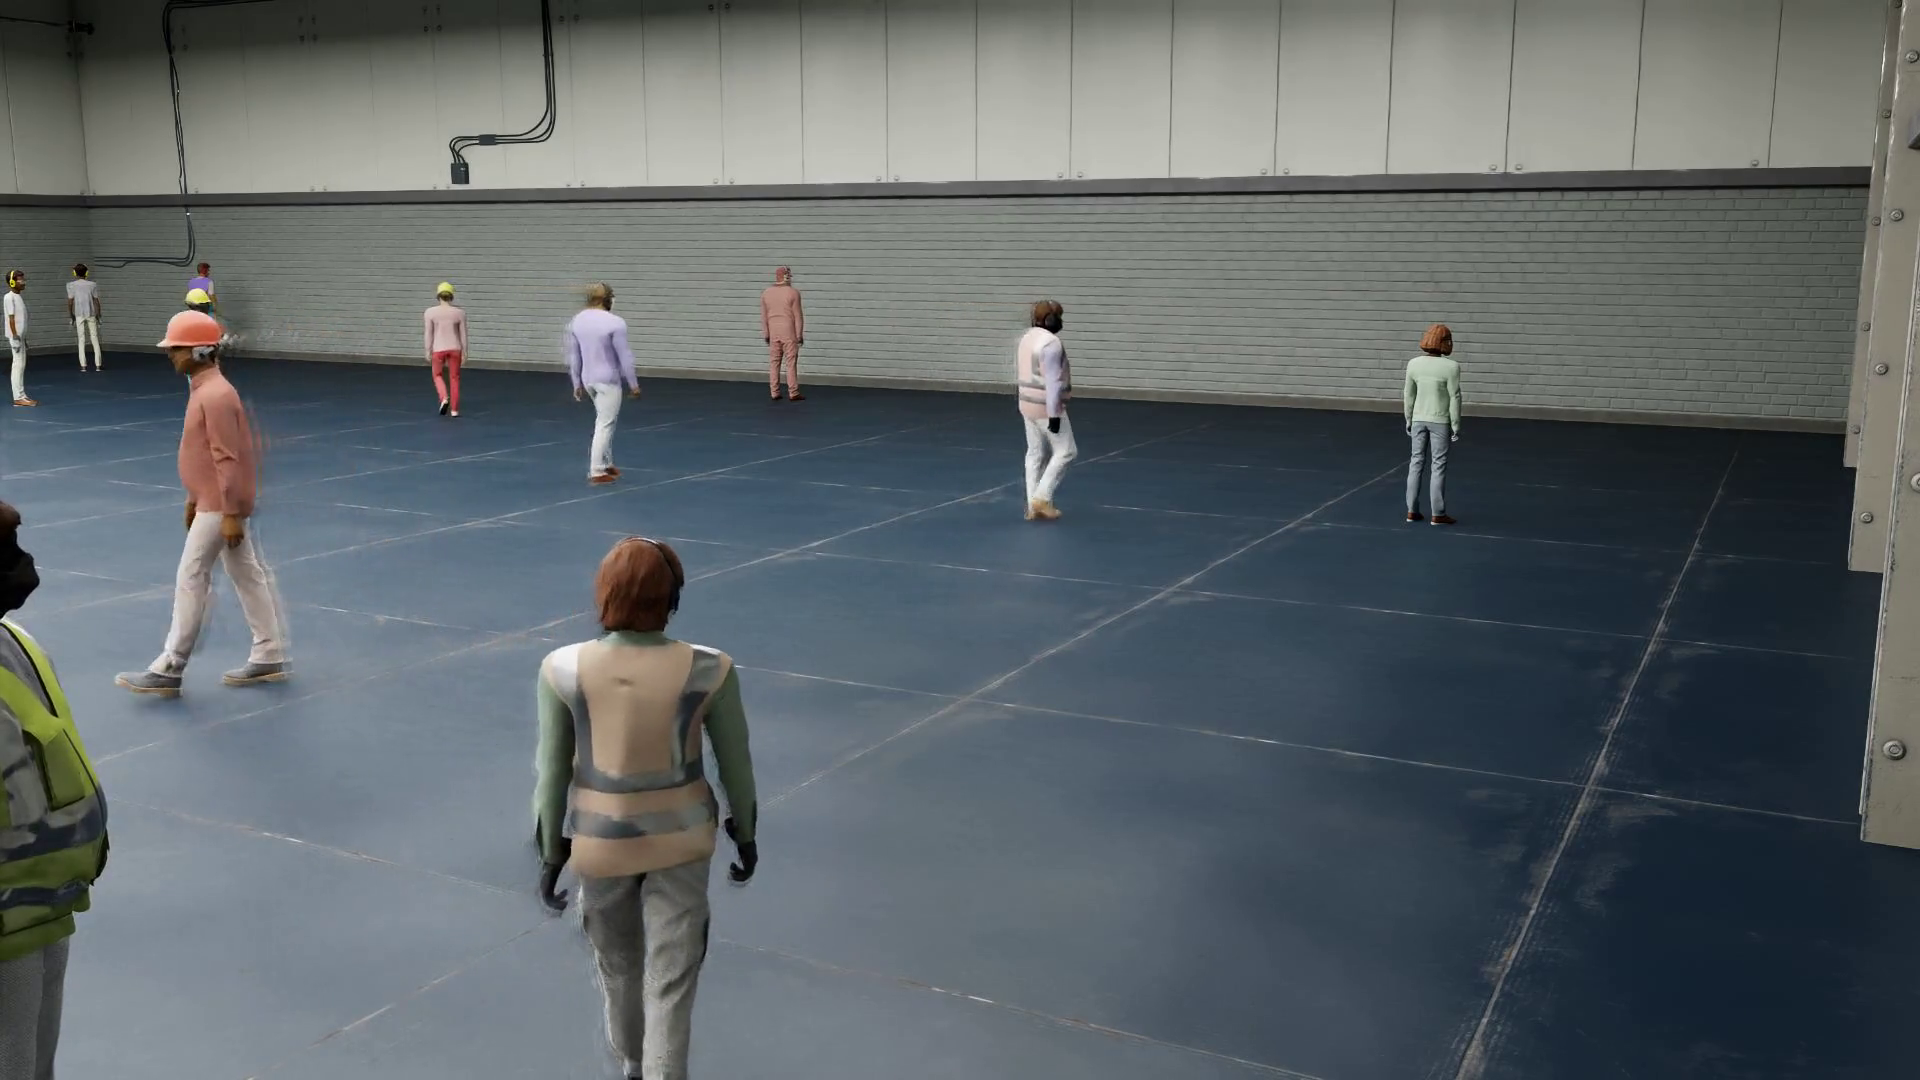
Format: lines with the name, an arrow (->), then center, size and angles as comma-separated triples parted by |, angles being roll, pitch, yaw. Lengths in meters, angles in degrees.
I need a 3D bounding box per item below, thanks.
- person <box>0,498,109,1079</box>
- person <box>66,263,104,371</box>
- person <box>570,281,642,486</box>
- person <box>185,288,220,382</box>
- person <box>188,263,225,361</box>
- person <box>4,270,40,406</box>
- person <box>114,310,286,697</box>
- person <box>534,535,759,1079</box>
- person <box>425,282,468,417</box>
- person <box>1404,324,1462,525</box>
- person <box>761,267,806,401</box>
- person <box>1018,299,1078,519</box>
person -> -2.028, 0.800, 3.522 | 0.429, 1.847, 0.626 | -3, 11, -15
person -> -15.183, -3.864, 28.878 | 0.513, 1.872, 0.328 | -6, 12, -28
person -> -3.307, -1.477, 15.741 | 0.638, 1.916, 0.689 | 8, 13, 37
person -> -8.320, -1.872, 18.292 | 0.525, 1.772, 0.309 | 6, 12, 31
person -> -14.092, -4.236, 30.998 | 0.563, 1.837, 0.395 | 4, 11, 20
person -> -13.008, -2.789, 23.015 | 0.336, 1.873, 0.521 | -3, 11, -17
person -> -3.959, -0.177, 8.509 | 0.903, 1.960, 0.653 | -5, 11, -24
person -> -0.788, 0.780, 4.297 | 0.547, 1.596, 0.839 | 0, 10, 0
person -> -6.639, -2.457, 21.527 | 0.541, 1.750, 0.368 | -4, 11, -22
person -> 3.863, -0.942, 13.590 | 0.268, 1.632, 0.509 | -9, 14, -41
person -> -2.508, -2.940, 23.757 | 0.641, 1.904, 0.401 | 5, 11, 25
person -> 0.709, -1.059, 13.697 | 0.452, 1.828, 0.656 | -4, 11, -21
